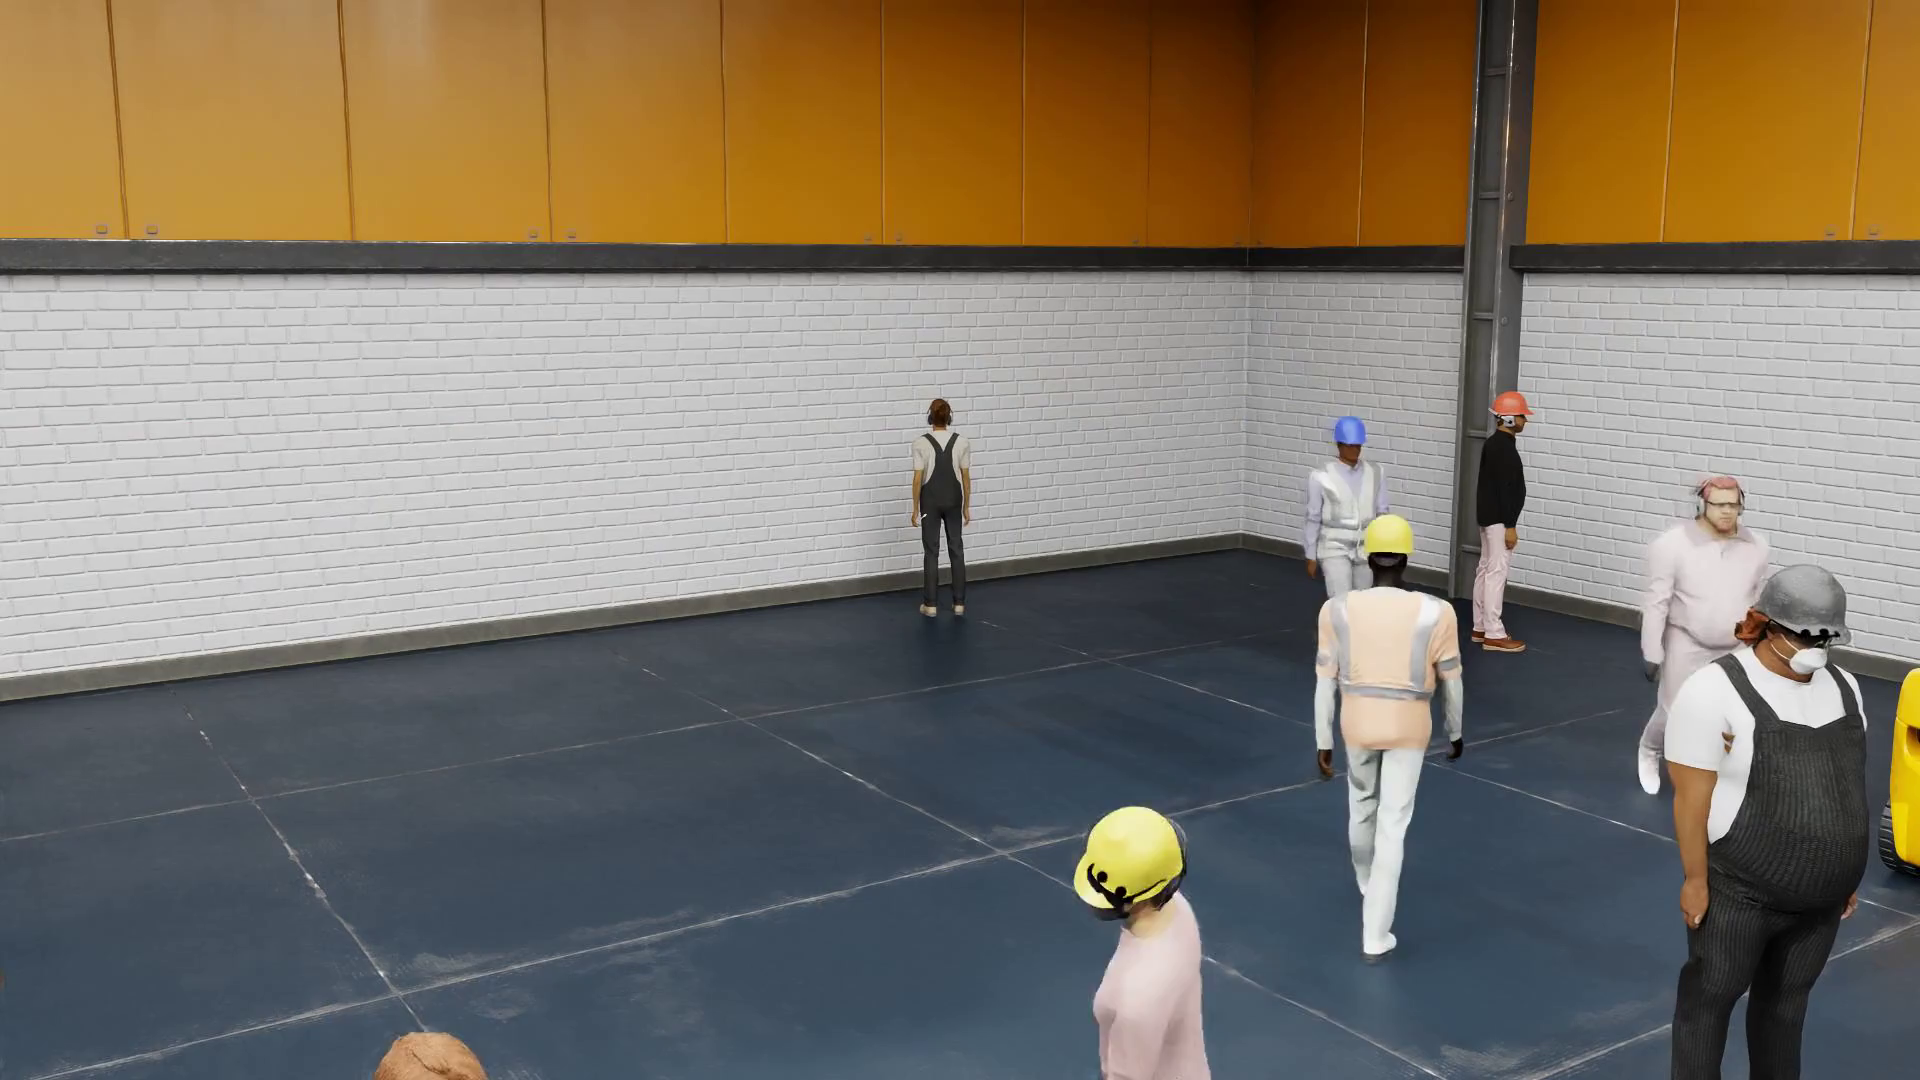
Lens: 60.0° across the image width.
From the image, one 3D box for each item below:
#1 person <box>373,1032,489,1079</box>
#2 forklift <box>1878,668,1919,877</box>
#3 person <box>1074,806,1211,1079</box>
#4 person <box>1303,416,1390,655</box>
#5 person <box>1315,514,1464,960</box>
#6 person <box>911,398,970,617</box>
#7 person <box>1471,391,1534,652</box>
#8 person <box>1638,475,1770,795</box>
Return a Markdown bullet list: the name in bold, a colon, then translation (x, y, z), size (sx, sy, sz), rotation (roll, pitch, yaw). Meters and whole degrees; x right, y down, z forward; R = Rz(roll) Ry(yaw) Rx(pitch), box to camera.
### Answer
- **person**: translation (-0.997, 1.647, 3.194), size (0.513, 1.608, 0.476), rotation (-7, 11, -35)
- **forklift**: translation (5.511, 0.571, 7.906), size (2.313, 2.155, 1.214), rotation (-6, 11, -33)
- **person**: translation (0.490, 1.450, 4.037), size (0.379, 1.731, 0.593), rotation (3, 10, 18)
- **person**: translation (2.714, 0.060, 11.814), size (0.599, 1.925, 0.866), rotation (-3, 10, -15)
- **person**: translation (1.895, 0.823, 7.359), size (0.610, 1.873, 0.999), rotation (4, 10, 25)
- **person**: translation (-0.165, -0.271, 14.031), size (0.505, 1.845, 0.345), rotation (-2, 10, -12)
- **person**: translation (4.184, -0.150, 12.847), size (0.386, 1.996, 0.610), rotation (1, 9, 4)
- **person**: translation (3.968, 0.565, 8.918), size (0.653, 1.878, 0.887), rotation (0, 9, 1)
